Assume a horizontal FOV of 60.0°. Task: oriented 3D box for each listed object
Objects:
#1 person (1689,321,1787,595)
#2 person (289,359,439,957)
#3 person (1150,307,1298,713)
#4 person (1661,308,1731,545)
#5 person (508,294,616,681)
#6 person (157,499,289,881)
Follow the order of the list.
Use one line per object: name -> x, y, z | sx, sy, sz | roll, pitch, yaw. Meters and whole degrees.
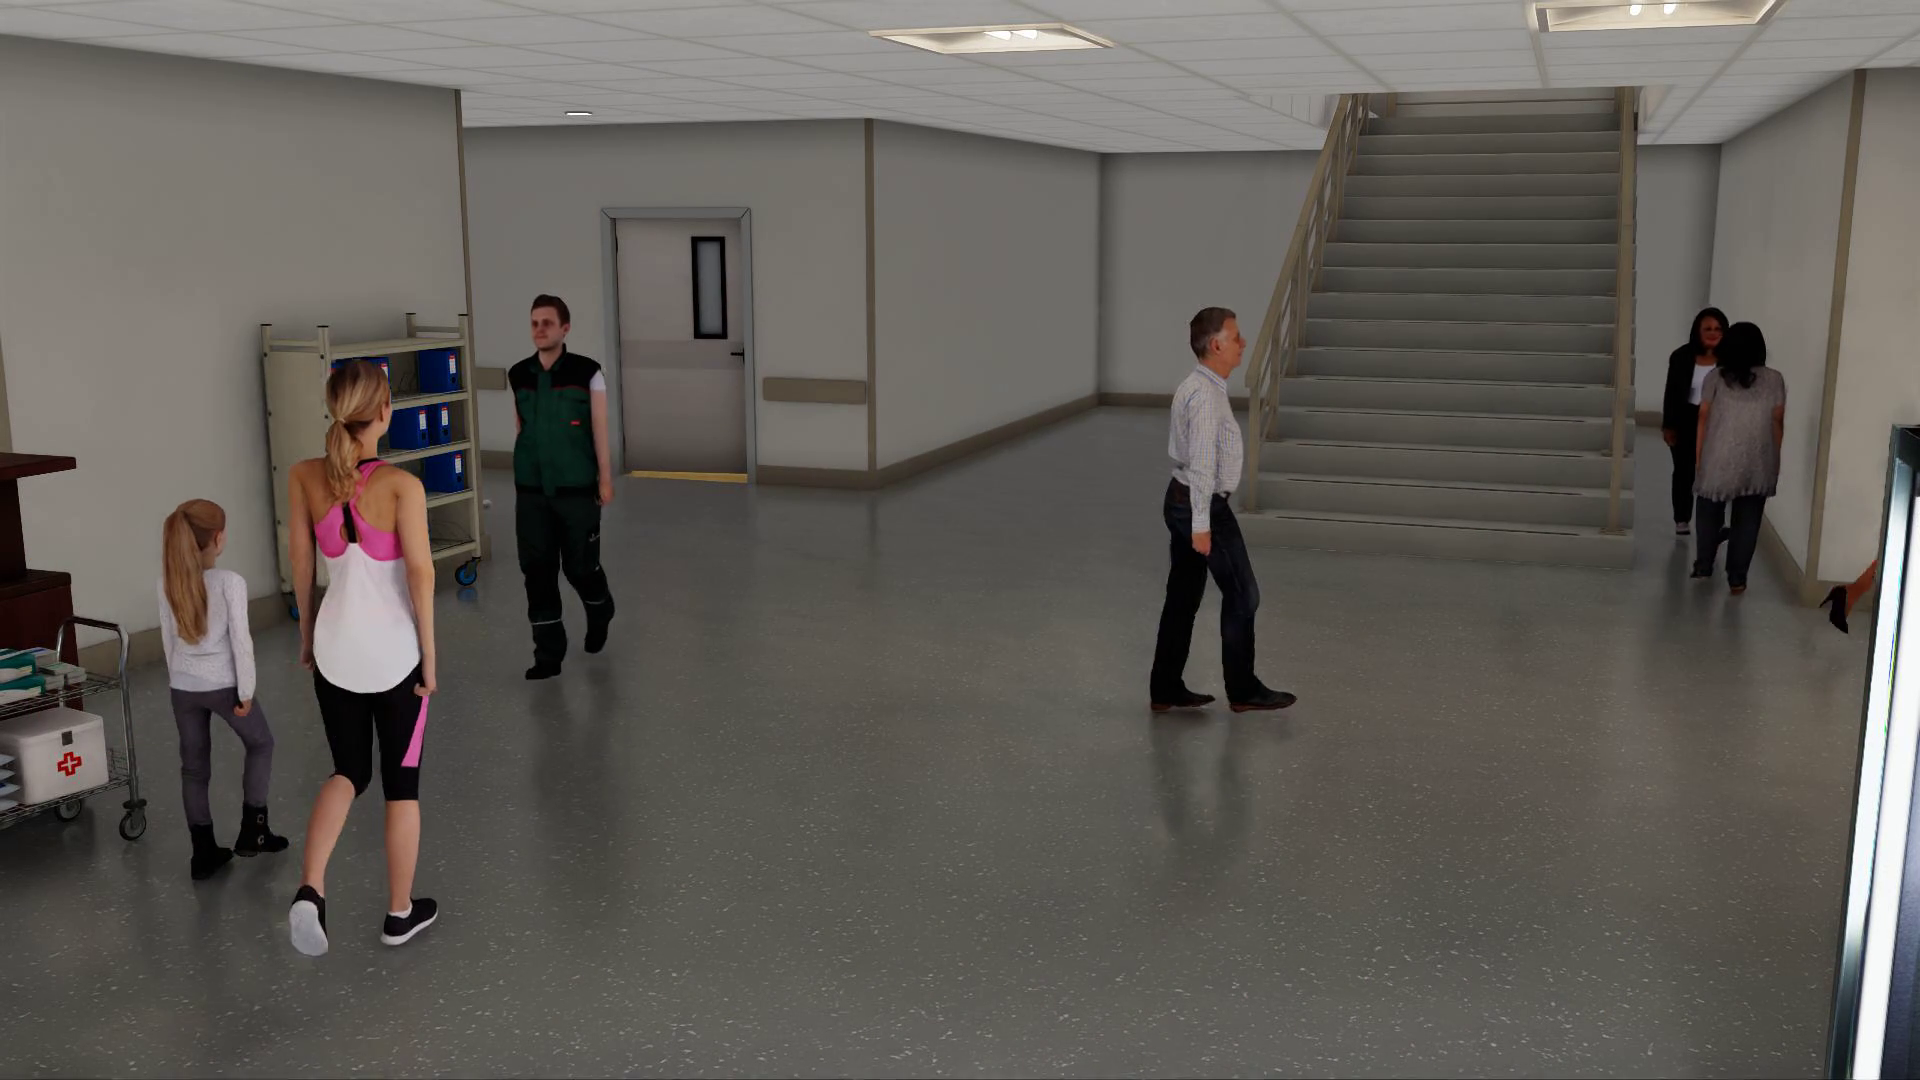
person -> 4.594, -0.474, 9.812 | 0.647, 1.589, 0.676 | 5, 12, 25
person -> -1.753, 0.383, 4.792 | 0.716, 1.775, 0.952 | 2, 11, 9
person -> 0.985, -0.115, 7.339 | 0.916, 1.804, 0.922 | 0, 11, -1
person -> 5.041, -0.767, 11.390 | 0.740, 1.576, 1.059 | 2, 11, 12
person -> -1.904, -0.257, 8.060 | 0.822, 1.814, 1.148 | 1, 11, 6
person -> -2.515, 0.507, 5.500 | 0.569, 1.269, 0.623 | 0, 11, 2
